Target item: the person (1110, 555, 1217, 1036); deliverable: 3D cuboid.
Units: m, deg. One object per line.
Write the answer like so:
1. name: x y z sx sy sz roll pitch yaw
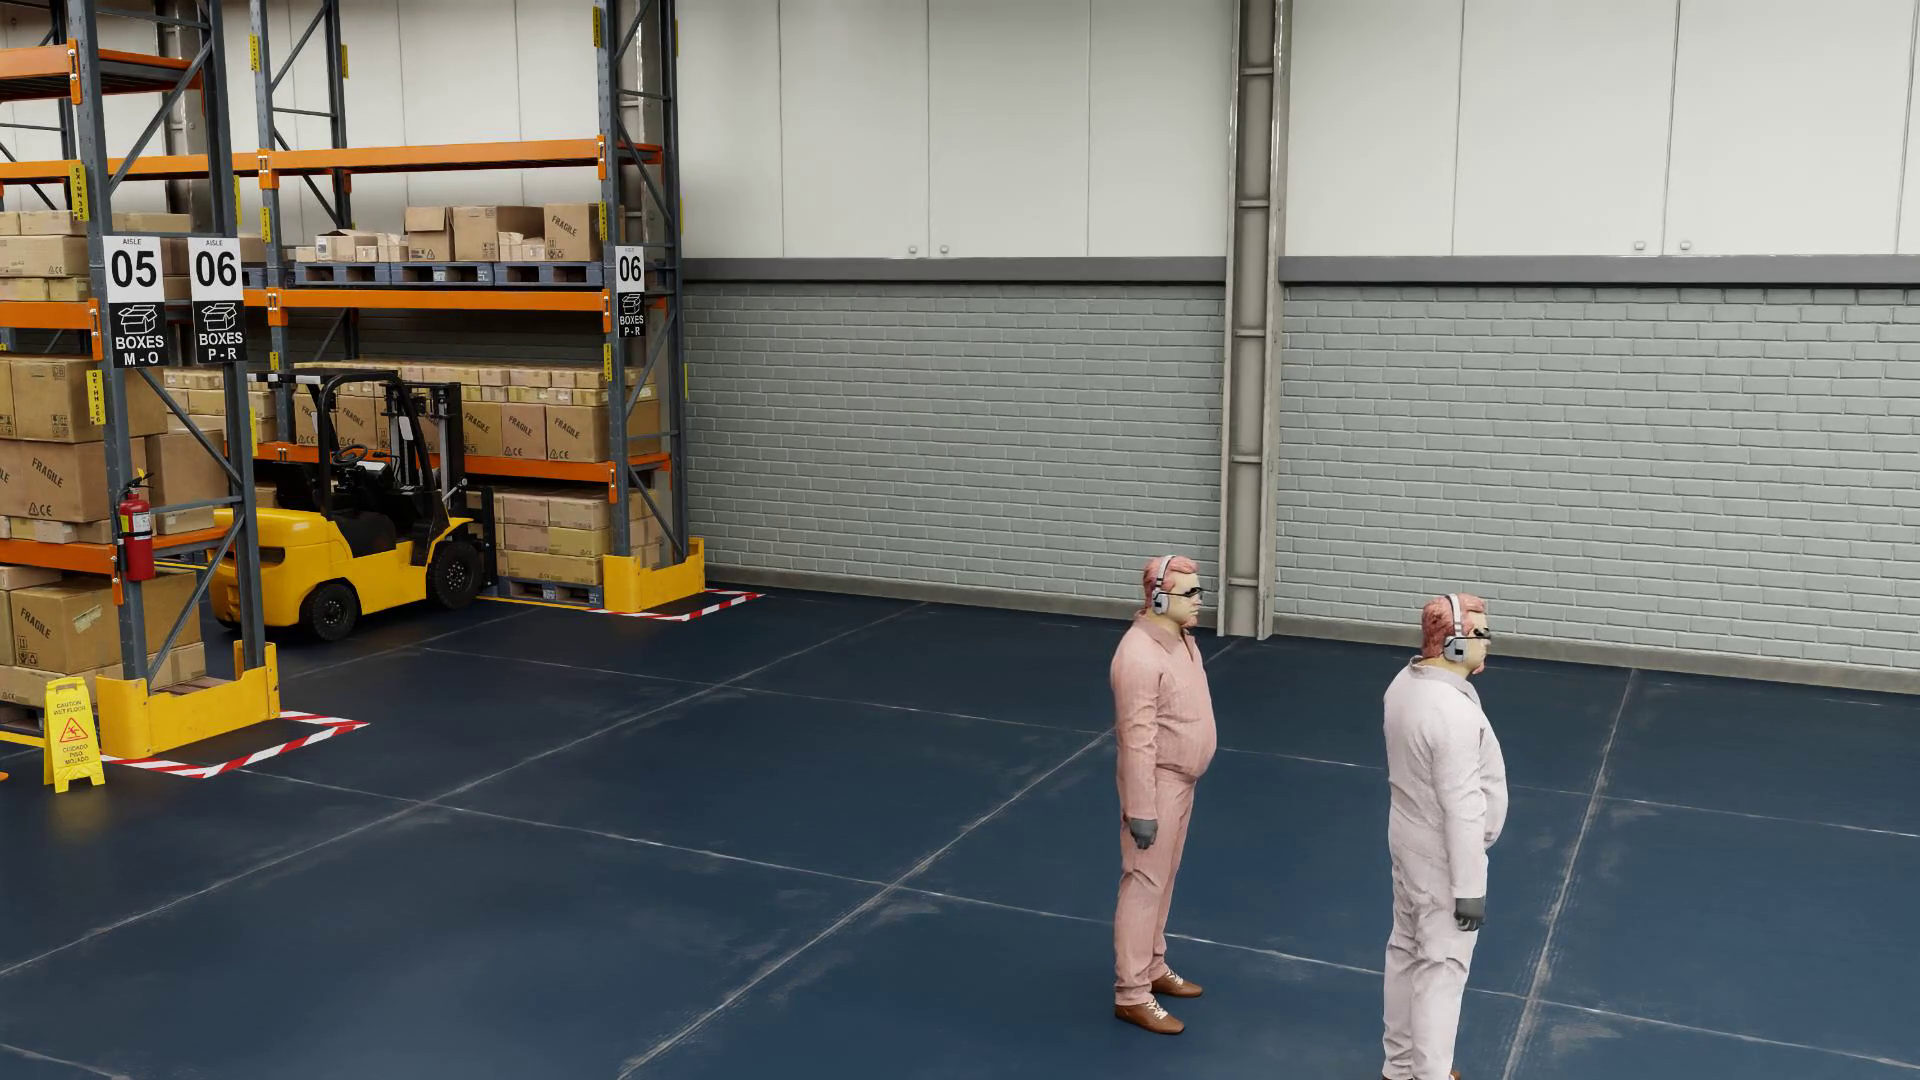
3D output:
1. person: 0.829 0.999 6.709 0.402 1.906 0.652 3 10 20

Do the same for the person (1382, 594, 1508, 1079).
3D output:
1. person: 1.725 1.129 5.911 0.409 1.909 0.642 -1 9 -4
